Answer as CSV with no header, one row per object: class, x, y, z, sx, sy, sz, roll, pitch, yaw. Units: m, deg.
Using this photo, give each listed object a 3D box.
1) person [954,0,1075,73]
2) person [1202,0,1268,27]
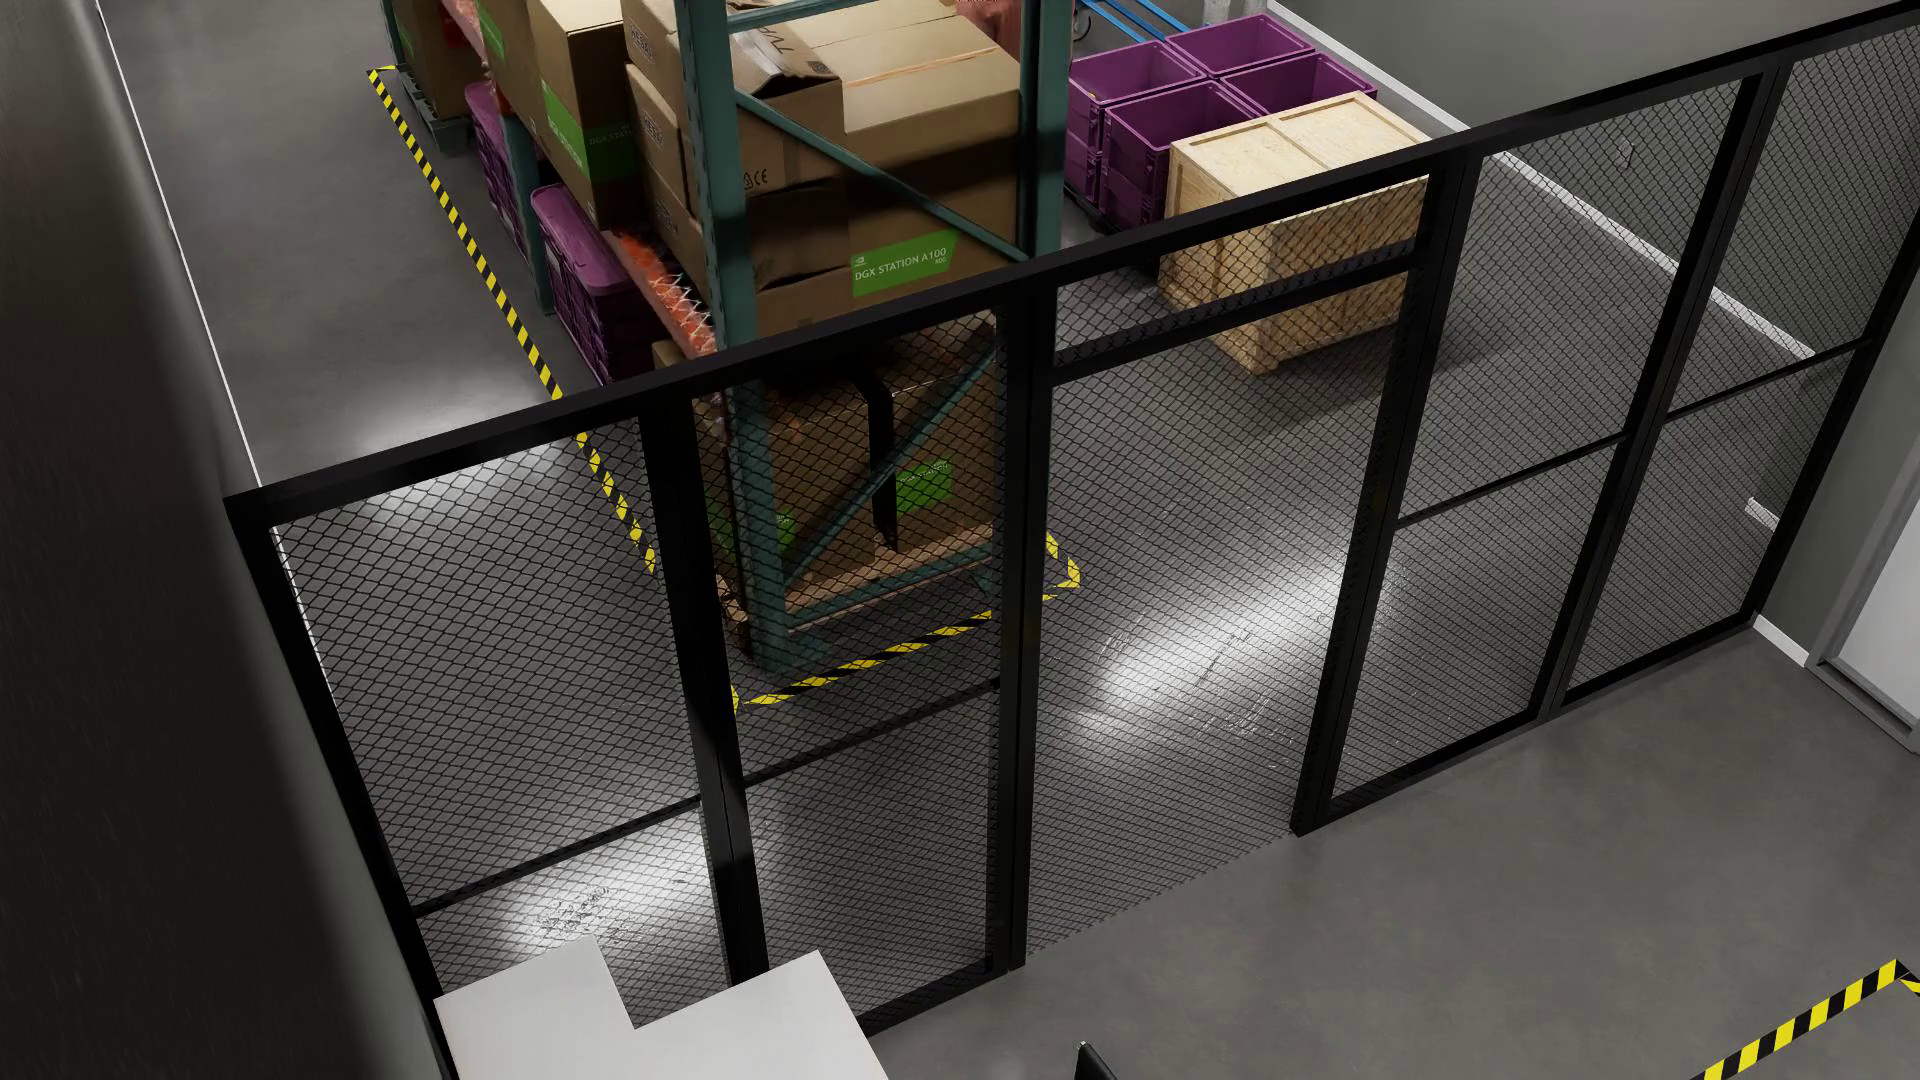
person,0.205,-1.810,6.883,0.612,1.996,0.386,-30,50,-29
person,1.433,-3.271,8.600,0.588,1.835,0.403,-17,45,-18
